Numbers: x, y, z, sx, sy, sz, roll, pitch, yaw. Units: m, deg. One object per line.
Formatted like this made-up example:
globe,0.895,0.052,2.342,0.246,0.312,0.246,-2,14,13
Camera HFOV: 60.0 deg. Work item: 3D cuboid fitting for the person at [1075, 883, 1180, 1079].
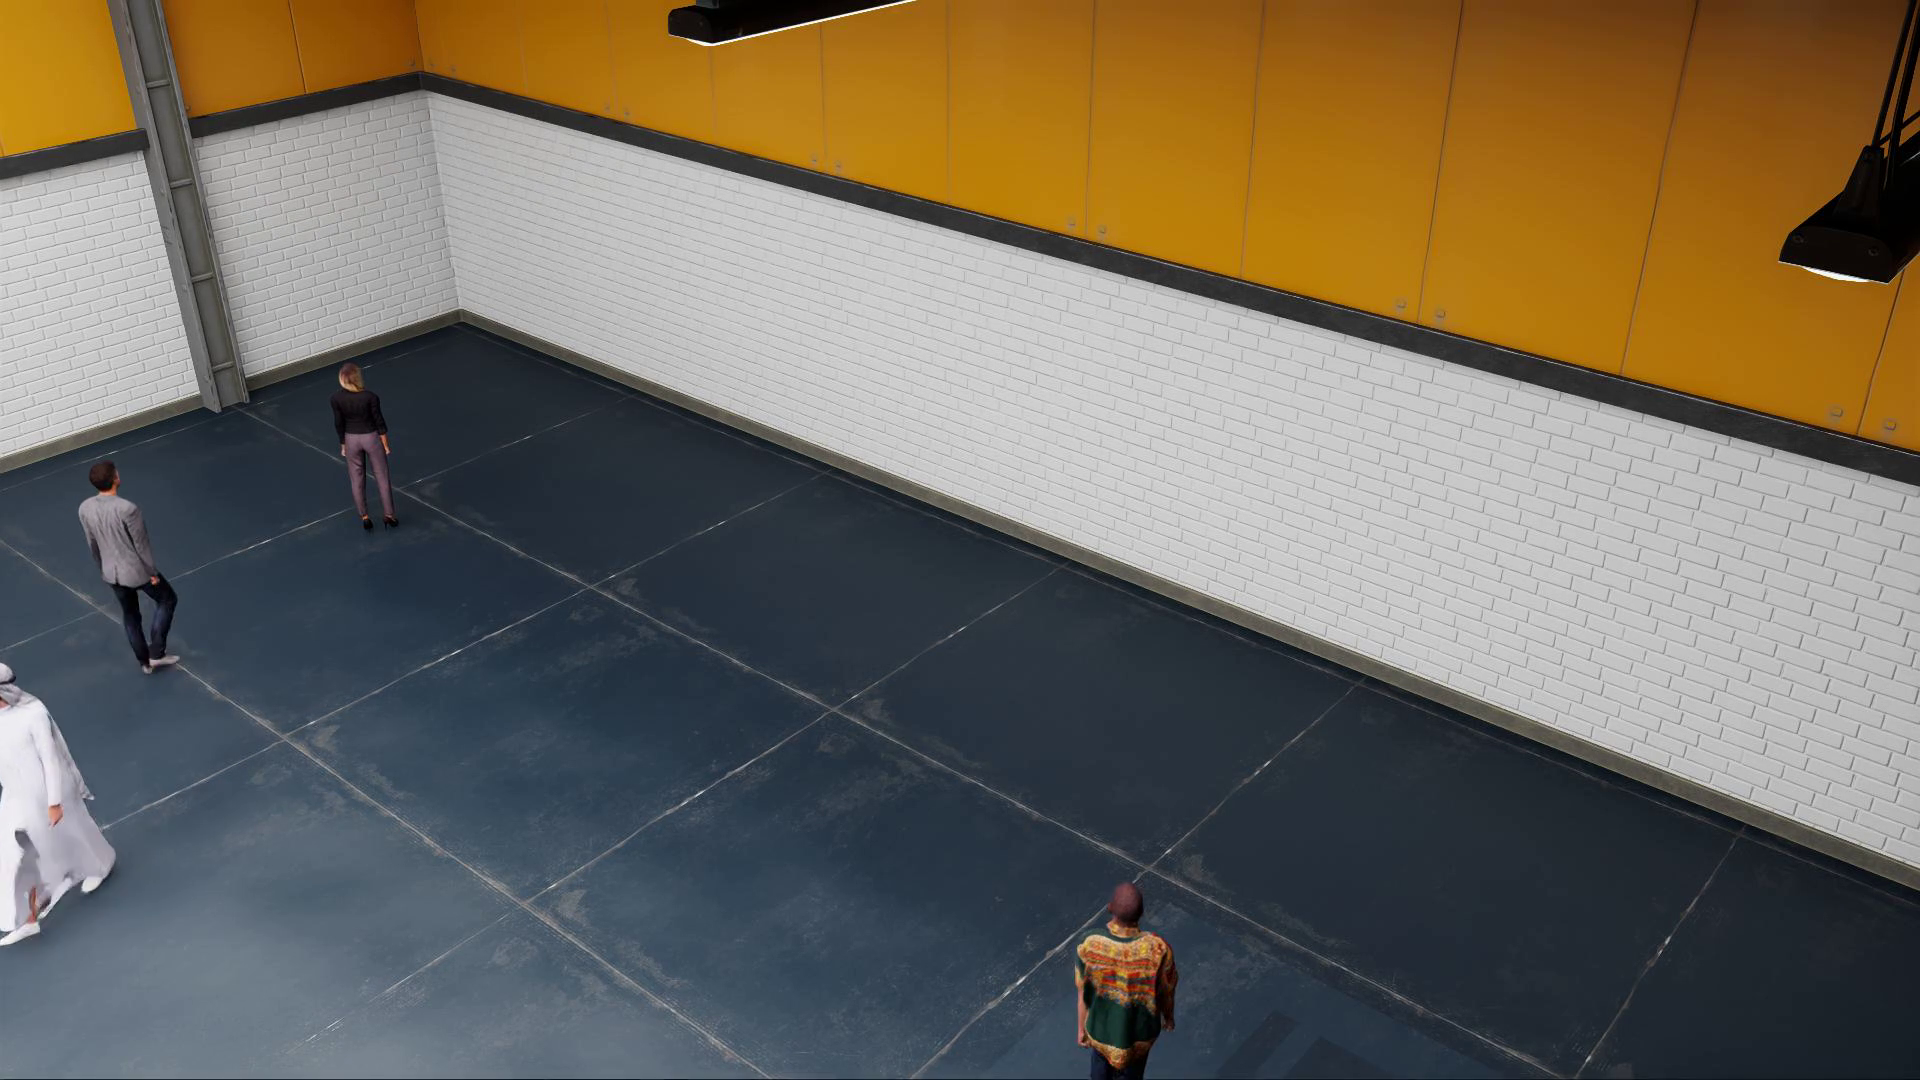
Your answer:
person,0.851,2.656,8.869,0.870,1.785,0.981,9,30,17

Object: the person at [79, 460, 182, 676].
person,-6.599,0.279,13.145,0.820,1.865,0.842,4,29,7

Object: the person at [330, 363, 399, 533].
person,-5.528,-0.853,15.423,0.675,1.670,0.743,-4,29,-7

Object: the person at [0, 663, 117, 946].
person,-5.889,1.575,10.751,1.123,1.881,1.356,4,29,8
